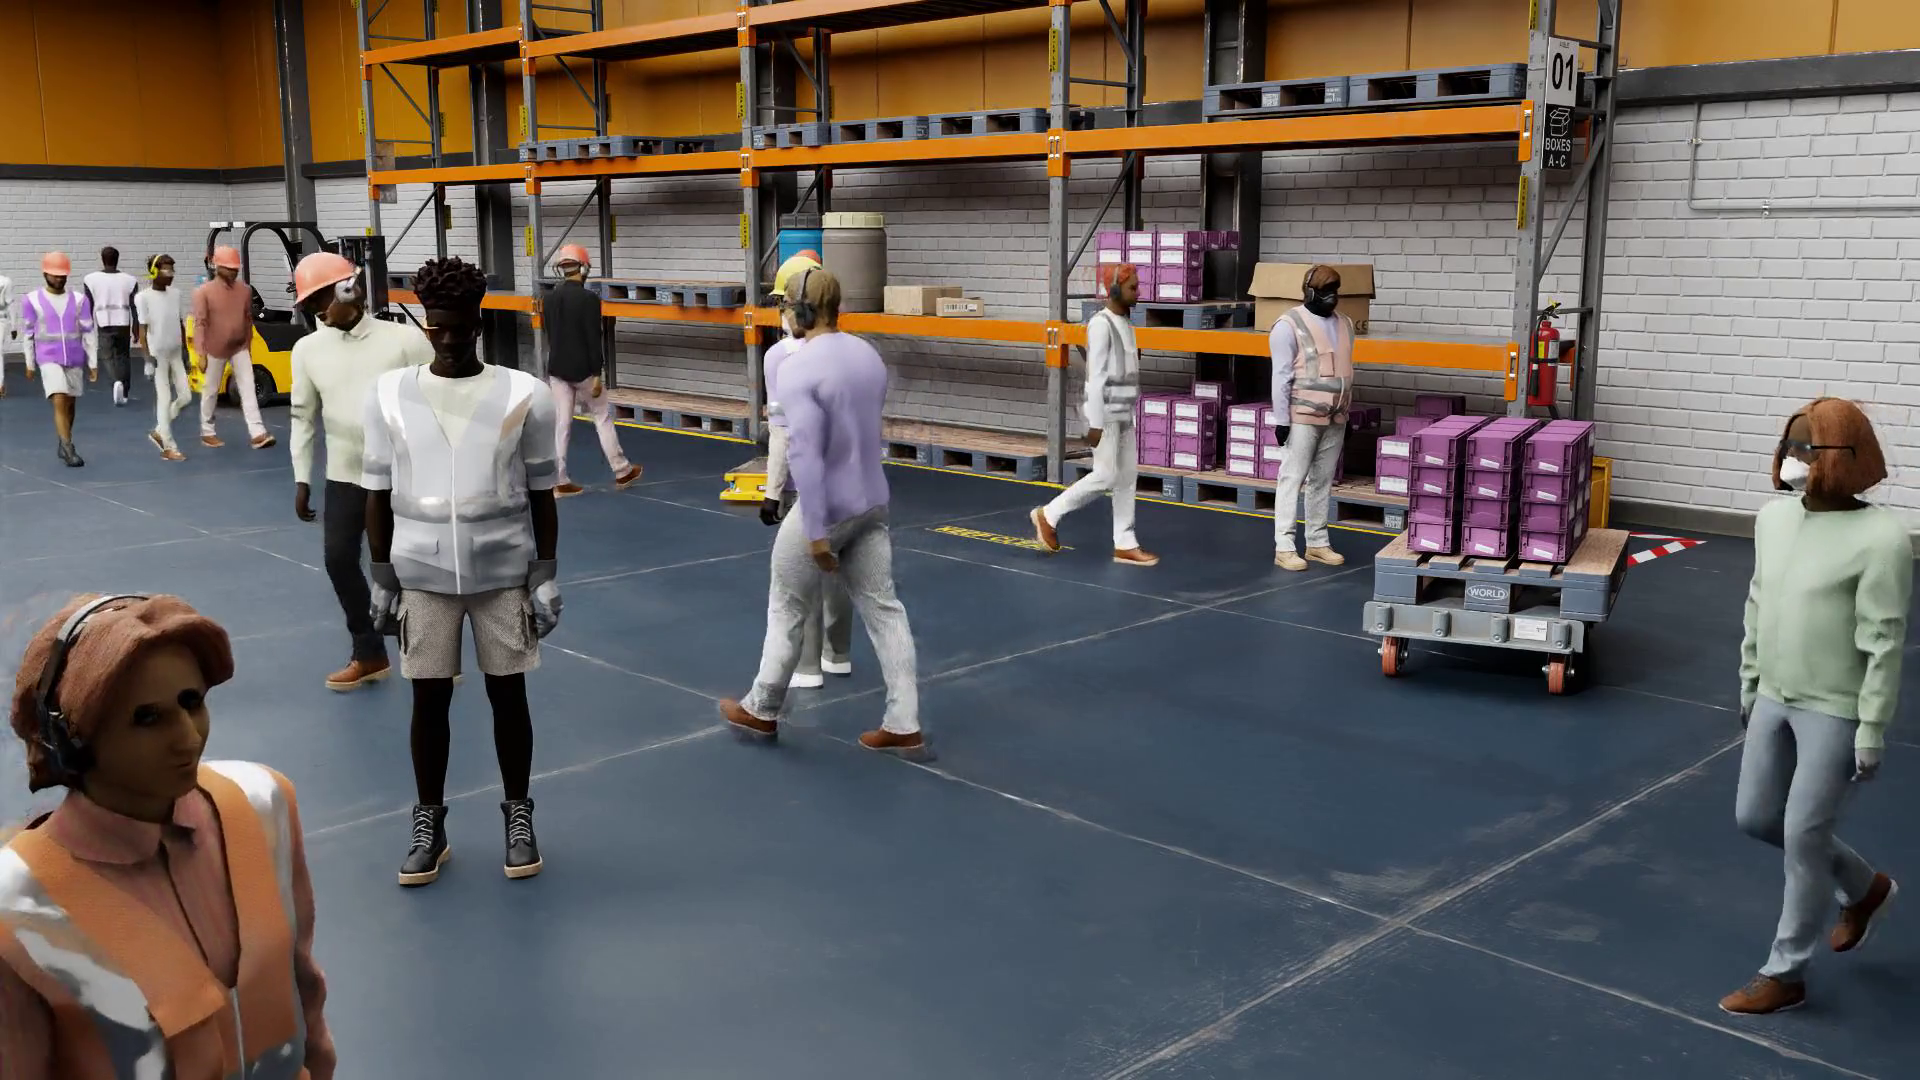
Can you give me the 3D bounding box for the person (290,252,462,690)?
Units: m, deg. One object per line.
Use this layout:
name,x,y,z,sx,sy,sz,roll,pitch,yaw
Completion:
person,-2.606,-0.295,7.413,0.680,1.946,0.437,0,10,-1

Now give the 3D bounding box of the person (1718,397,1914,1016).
person,2.272,0.432,4.322,0.535,1.621,0.499,-3,11,-15

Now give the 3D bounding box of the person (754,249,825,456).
person,-1.389,-1.458,13.869,0.713,1.912,0.557,3,11,15

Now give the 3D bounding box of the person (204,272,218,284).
person,-11.815,-3.694,26.672,0.547,1.665,0.903,-10,14,-42

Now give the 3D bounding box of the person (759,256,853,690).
person,-0.684,-0.291,7.439,0.364,1.928,0.586,6,12,31

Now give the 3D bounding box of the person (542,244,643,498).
person,-2.942,-1.332,13.067,0.626,1.942,0.968,6,12,28

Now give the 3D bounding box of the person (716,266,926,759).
person,-0.555,-0.104,6.495,1.009,1.893,0.631,7,13,35

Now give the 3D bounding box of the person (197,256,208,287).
person,-11.974,-3.714,26.735,0.317,1.695,0.540,8,13,36

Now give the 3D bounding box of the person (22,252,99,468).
person,-8.006,-1.616,14.814,0.547,1.883,1.019,-9,14,-41

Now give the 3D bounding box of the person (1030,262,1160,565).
person,0.853,-0.770,10.227,0.723,1.867,0.585,4,11,23

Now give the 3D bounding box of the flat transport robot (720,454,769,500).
flat transport robot,-1.380,-0.502,13.112,0.652,0.197,1.431,1,10,8

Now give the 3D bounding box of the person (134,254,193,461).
person,-7.164,-1.639,14.974,0.437,1.854,0.542,6,12,28

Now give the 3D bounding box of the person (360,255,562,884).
person,-1.551,0.103,5.208,0.603,1.959,0.372,-2,11,-10

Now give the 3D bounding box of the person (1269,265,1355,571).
person,2.165,-0.741,10.127,0.634,1.841,0.429,-7,12,-33

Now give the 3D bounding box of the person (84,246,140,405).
person,-10.116,-2.560,19.901,0.592,1.896,0.807,-7,13,-34

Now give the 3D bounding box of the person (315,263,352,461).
person,-4.685,-1.202,12.634,0.341,1.845,0.511,-1,10,-4

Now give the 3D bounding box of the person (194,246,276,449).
person,-6.946,-1.804,15.749,0.979,1.917,0.649,8,13,36

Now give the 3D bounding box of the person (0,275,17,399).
person,-12.086,-2.682,20.739,0.576,1.846,0.952,-2,11,-12

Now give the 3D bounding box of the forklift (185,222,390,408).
forklift,-8.169,-2.758,20.163,2.313,2.155,1.214,-10,14,-44

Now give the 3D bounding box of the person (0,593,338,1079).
person,-0.985,0.850,2.038,0.422,1.624,0.532,4,11,20
